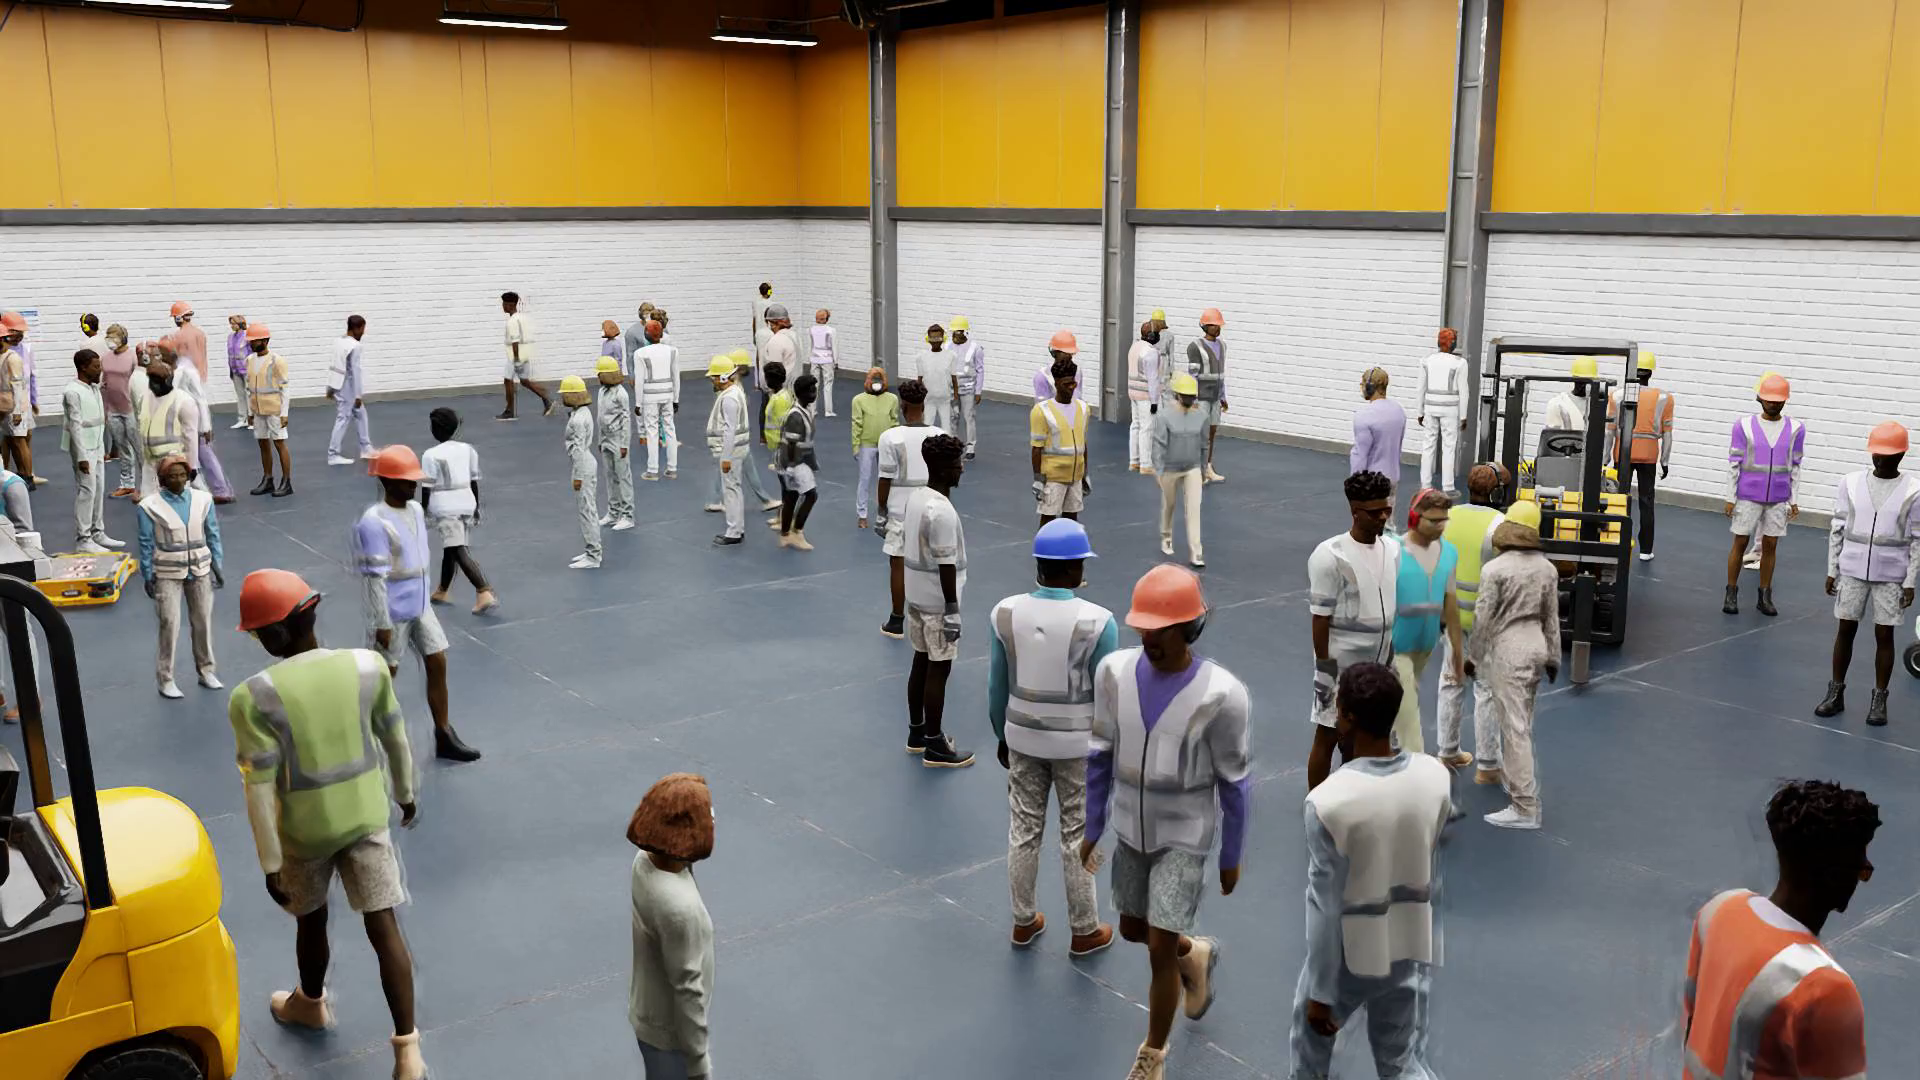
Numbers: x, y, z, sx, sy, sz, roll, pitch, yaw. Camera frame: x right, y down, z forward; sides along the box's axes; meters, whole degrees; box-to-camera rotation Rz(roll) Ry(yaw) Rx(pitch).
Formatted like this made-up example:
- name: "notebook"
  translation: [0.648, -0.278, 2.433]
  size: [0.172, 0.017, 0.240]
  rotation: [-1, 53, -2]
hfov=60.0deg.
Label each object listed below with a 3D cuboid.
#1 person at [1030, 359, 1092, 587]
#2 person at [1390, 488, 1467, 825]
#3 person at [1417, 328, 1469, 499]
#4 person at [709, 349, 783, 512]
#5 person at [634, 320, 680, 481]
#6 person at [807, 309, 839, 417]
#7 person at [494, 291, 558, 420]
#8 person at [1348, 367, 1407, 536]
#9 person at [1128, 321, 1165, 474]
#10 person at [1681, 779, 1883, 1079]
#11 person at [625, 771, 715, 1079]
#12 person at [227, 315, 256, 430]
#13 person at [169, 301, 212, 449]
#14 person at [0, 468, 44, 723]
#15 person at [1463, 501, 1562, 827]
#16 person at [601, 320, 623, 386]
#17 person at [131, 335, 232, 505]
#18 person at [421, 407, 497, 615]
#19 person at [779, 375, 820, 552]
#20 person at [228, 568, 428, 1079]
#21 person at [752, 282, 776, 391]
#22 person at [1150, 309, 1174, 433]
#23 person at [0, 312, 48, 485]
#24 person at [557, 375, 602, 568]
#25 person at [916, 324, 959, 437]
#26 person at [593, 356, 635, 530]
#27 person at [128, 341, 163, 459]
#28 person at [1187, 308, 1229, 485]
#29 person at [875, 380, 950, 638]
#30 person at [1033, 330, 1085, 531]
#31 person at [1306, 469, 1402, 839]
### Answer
- name: "person"
  translation: [0.865, -0.553, 14.086]
  size: [0.614, 1.963, 0.361]
  rotation: [-8, 14, -35]
- name: "person"
  translation: [2.440, 0.616, 8.872]
  size: [0.585, 1.783, 0.985]
  rotation: [-7, 13, -29]
- name: "person"
  translation: [5.324, -1.397, 18.360]
  size: [0.583, 1.882, 0.337]
  rotation: [10, 15, 41]
- name: "person"
  translation: [-2.262, -1.135, 17.477]
  size: [0.874, 1.722, 0.558]
  rotation: [-2, 12, -7]
- name: "person"
  translation: [-3.557, -1.638, 19.527]
  size: [0.574, 1.884, 0.356]
  rotation: [-9, 15, -36]
- name: "person"
  translation: [-2.066, -2.668, 25.114]
  size: [0.513, 1.632, 0.313]
  rotation: [5, 13, 24]
- name: "person"
  translation: [-6.491, -2.735, 24.708]
  size: [0.857, 1.938, 0.612]
  rotation: [1, 12, 5]
- name: "person"
  translation: [3.436, -0.465, 13.763]
  size: [0.630, 1.930, 0.379]
  rotation: [-10, 15, -41]
- name: "person"
  translation: [2.243, -1.709, 19.998]
  size: [0.430, 1.840, 0.633]
  rotation: [-4, 12, -17]
- name: "person"
  translation: [2.089, 1.531, 4.091]
  size: [0.857, 1.927, 0.628]
  rotation: [2, 12, 9]
- name: "person"
  translation: [-0.864, 1.490, 5.055]
  size: [0.275, 1.627, 0.504]
  rotation: [-5, 13, -22]
- name: "person"
  translation: [-10.249, -2.397, 23.785]
  size: [0.515, 1.640, 0.315]
  rotation: [6, 13, 26]
- name: "person"
  translation: [-9.896, -2.066, 21.372]
  size: [0.410, 1.981, 0.624]
  rotation: [2, 12, 10]
- name: "person"
  translation: [-6.146, 0.191, 10.536]
  size: [0.614, 1.946, 0.389]
  rotation: [3, 12, 13]
- name: "person"
  translation: [2.998, 0.647, 8.977]
  size: [0.557, 1.689, 0.702]
  rotation: [-6, 13, -25]
- name: "person"
  translation: [-4.799, -2.209, 22.891]
  size: [0.285, 1.633, 0.500]
  rotation: [-9, 15, -37]
- name: "person"
  translation: [-8.345, -1.256, 17.760]
  size: [0.970, 1.848, 0.633]
  rotation: [-4, 12, -18]
- name: "person"
  translation: [-4.038, -0.239, 13.319]
  size: [0.874, 1.656, 0.538]
  rotation: [6, 13, 26]
- name: "person"
  translation: [-1.499, -0.715, 15.576]
  size: [0.488, 1.673, 0.545]
  rotation: [0, 12, 1]
- name: "person"
  translation: [-2.356, 1.062, 6.295]
  size: [0.704, 1.972, 1.061]
  rotation: [-9, 15, -38]
- name: "person"
  translation: [-3.331, -3.471, 28.462]
  size: [0.506, 1.857, 0.328]
  rotation: [6, 13, 25]
- name: "person"
  translation: [2.780, -2.384, 23.470]
  size: [0.492, 1.742, 0.316]
  rotation: [-4, 12, -18]
- name: "person"
  translation: [-10.736, -1.581, 18.932]
  size: [0.473, 2.027, 0.618]
  rotation: [2, 12, 10]
- name: "person"
  translation: [-3.424, -0.613, 14.947]
  size: [0.324, 1.737, 0.486]
  rotation: [-2, 12, -8]
- name: "person"
  translation: [-0.261, -1.576, 19.293]
  size: [0.505, 1.864, 0.331]
  rotation: [0, 12, 0]
- name: "person"
  translation: [-3.482, -0.974, 16.668]
  size: [0.313, 1.740, 0.486]
  rotation: [-10, 16, -41]
- name: "person"
  translation: [-7.944, -1.012, 16.451]
  size: [0.409, 1.908, 0.639]
  rotation: [-4, 13, -21]
- name: "person"
  translation: [2.886, -1.661, 19.247]
  size: [0.605, 2.045, 0.377]
  rotation: [-10, 16, -41]
- name: "person"
  translation: [-0.351, -0.230, 12.575]
  size: [0.615, 1.951, 0.388]
  rotation: [-6, 13, -28]
- name: "person"
  translation: [1.001, -1.058, 16.380]
  size: [0.613, 2.031, 0.403]
  rotation: [-10, 15, -40]
- name: "person"
  translation: [2.021, 0.605, 8.494]
  size: [0.607, 1.966, 0.373]
  rotation: [-8, 14, -34]
